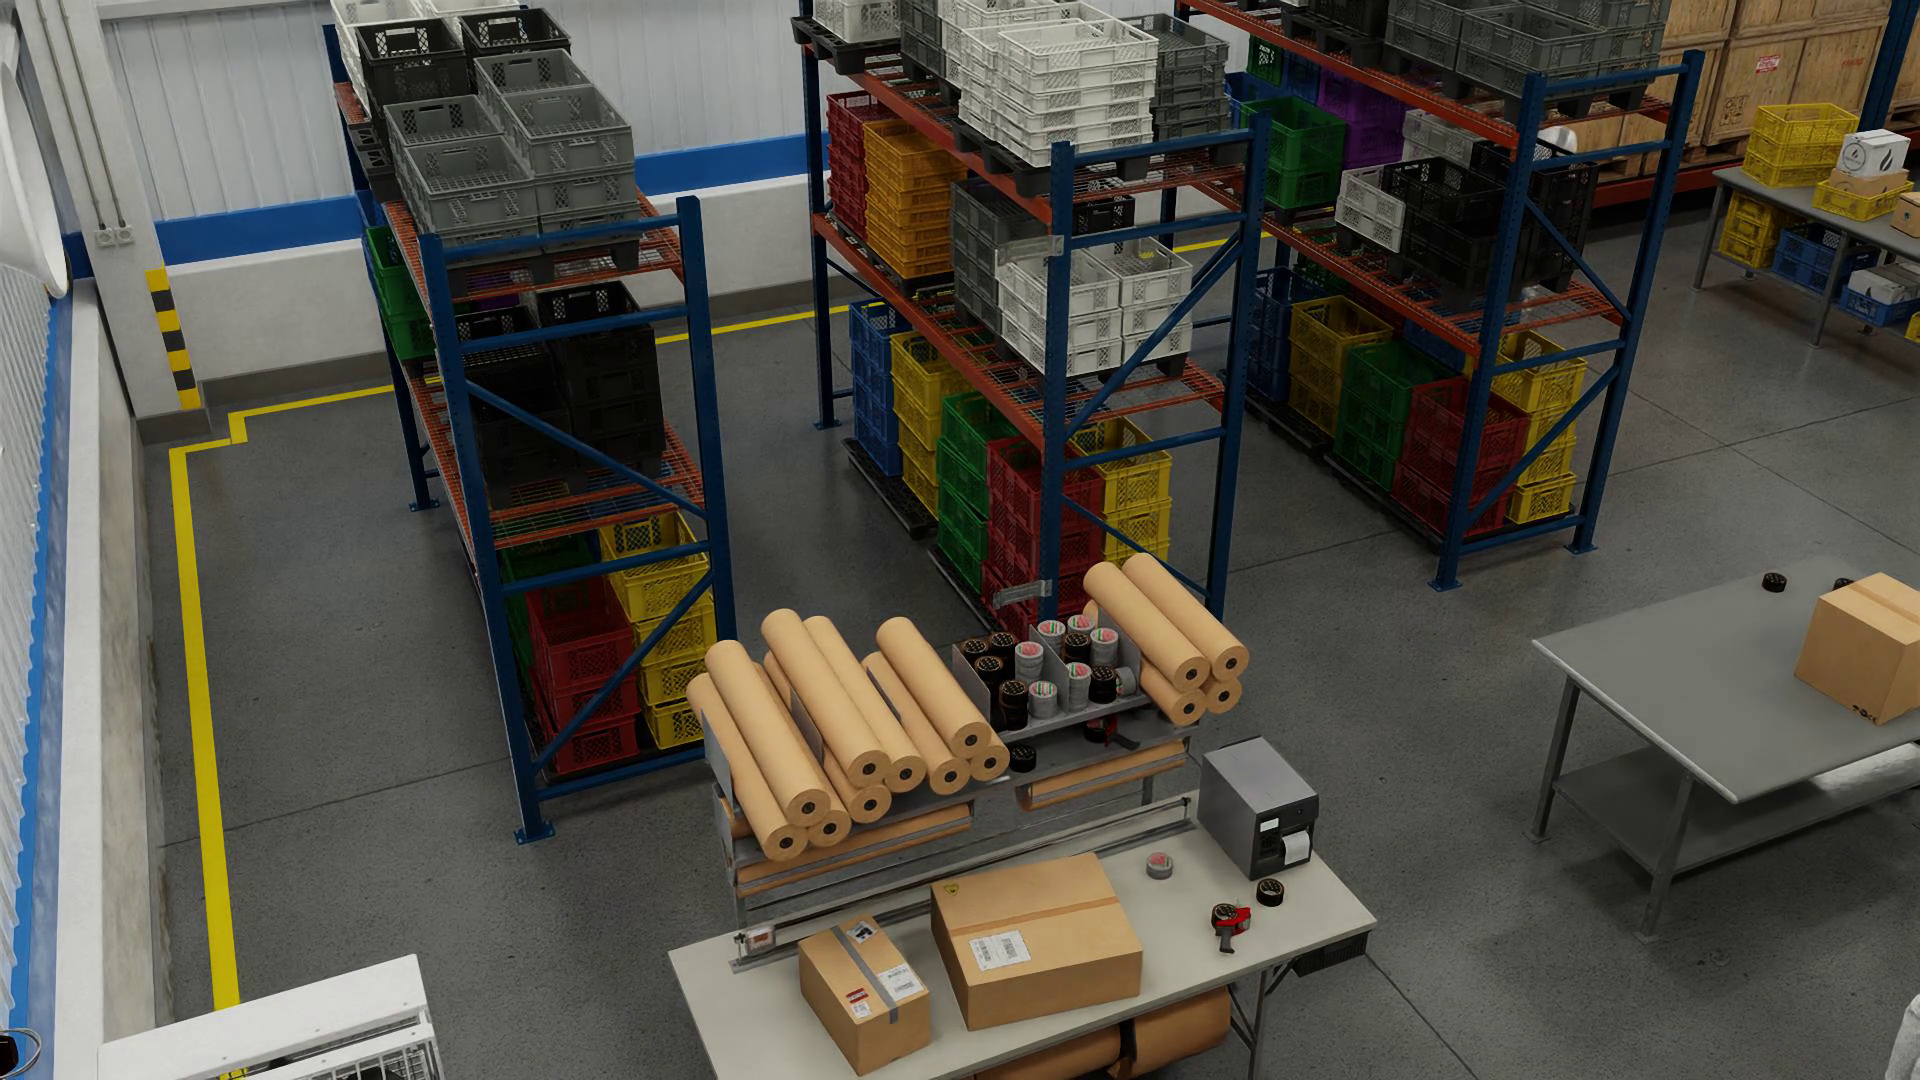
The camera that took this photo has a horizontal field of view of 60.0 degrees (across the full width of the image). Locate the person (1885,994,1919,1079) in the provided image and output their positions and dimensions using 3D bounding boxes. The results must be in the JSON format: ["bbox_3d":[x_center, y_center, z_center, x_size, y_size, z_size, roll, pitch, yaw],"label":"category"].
[{"bbox_3d":[3.702,1.538,5.967,0.429,1.837,0.620,11,33,17],"label":"person"}]

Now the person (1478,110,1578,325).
[{"bbox_3d":[4.272,-2.521,12.527,0.650,1.877,0.377,18,36,26],"label":"person"}]
